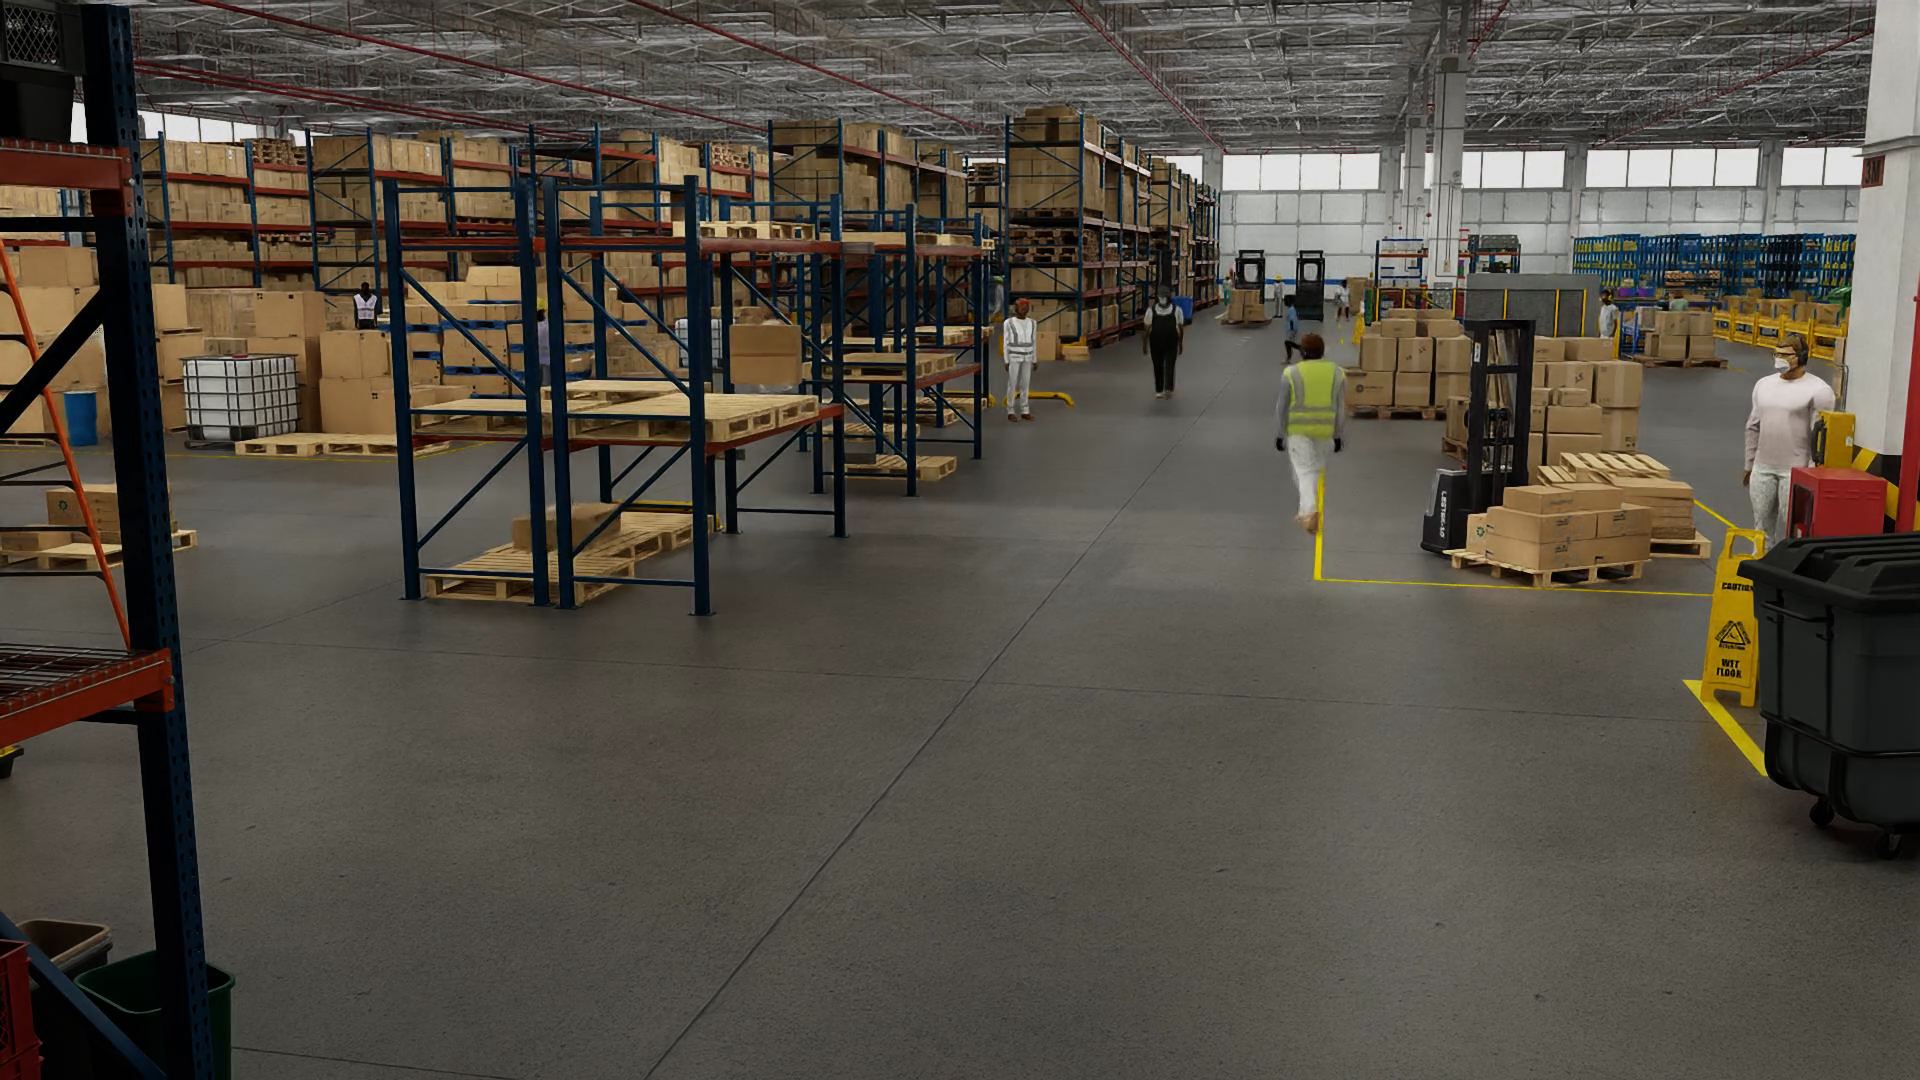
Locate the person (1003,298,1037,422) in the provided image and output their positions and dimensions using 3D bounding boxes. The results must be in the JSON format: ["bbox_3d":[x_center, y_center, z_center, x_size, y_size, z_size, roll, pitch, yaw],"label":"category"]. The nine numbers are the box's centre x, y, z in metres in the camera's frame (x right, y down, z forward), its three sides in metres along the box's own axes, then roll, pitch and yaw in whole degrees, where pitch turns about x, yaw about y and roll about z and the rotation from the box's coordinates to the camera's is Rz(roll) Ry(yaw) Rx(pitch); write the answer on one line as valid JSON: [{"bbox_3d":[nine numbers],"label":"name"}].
[{"bbox_3d":[0.927,-2.747,25.421,0.575,1.885,0.355,-5,11,-28],"label":"person"}]

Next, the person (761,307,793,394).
[{"bbox_3d":[-3.428,-3.487,30.650,0.529,1.590,0.863,5,11,27],"label":"person"}]

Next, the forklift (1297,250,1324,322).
[{"bbox_3d":[13.778,-10.002,65.433,1.129,2.768,1.873,2,10,12],"label":"forklift"}]

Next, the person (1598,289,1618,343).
[{"bbox_3d":[13.113,-4.147,33.747,0.335,1.873,0.520,-2,10,-12],"label":"person"}]

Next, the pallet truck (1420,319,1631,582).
[{"bbox_3d":[4.543,-0.757,13.299,0.823,1.965,1.885,-4,10,-22],"label":"pallet truck"}]

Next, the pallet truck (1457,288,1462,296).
[{"bbox_3d":[20.506,-9.785,68.819,0.653,1.274,1.630,2,10,12],"label":"pallet truck"}]

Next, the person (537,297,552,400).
[{"bbox_3d":[-6.281,-2.684,24.965,0.592,1.915,0.414,8,13,40],"label":"person"}]

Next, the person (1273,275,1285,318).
[{"bbox_3d":[13.448,-10.282,70.235,0.405,1.824,0.586,-8,12,-39],"label":"person"}]

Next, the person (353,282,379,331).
[{"bbox_3d":[-14.808,-5.475,41.504,0.587,1.911,0.397,-4,11,-24],"label":"person"}]

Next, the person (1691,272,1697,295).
[{"bbox_3d":[35.021,-11.916,79.620,0.700,1.907,0.694,-4,10,-22],"label":"person"}]

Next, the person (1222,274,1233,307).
[{"bbox_3d":[13.748,-12.820,85.536,0.526,1.721,0.903,2,10,9],"label":"person"}]

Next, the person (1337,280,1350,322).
[{"bbox_3d":[15.247,-9.506,66.138,0.537,1.655,0.864,-1,10,-7],"label":"person"}]

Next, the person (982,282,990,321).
[{"bbox_3d":[0.928,-8.977,63.120,0.378,1.603,0.599,-2,10,-9],"label":"person"}]

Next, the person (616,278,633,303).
[{"bbox_3d":[-8.598,-5.656,42.329,0.624,1.989,0.403,-1,10,-6],"label":"person"}]

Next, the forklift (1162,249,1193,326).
[{"bbox_3d":[7.646,-9.320,61.395,1.873,2.768,1.129,2,10,11],"label":"forklift"}]

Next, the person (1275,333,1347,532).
[{"bbox_3d":[3.209,-0.980,15.184,0.628,1.815,0.848,-2,10,-9],"label":"person"}]

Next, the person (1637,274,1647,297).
[{"bbox_3d":[33.135,-12.052,80.857,0.974,1.776,0.577,1,10,3],"label":"person"}]

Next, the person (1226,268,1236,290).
[{"bbox_3d":[14.550,-13.572,89.235,0.661,1.974,0.643,2,10,10],"label":"person"}]

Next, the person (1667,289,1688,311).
[{"bbox_3d":[20.193,-6.247,46.886,0.532,1.617,0.514,2,10,12],"label":"person"}]

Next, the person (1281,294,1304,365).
[{"bbox_3d":[7.863,-4.946,39.063,0.556,1.664,0.533,2,10,13],"label":"person"}]

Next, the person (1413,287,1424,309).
[{"bbox_3d":[17.840,-9.318,64.733,0.451,1.752,0.542,-8,12,-38],"label":"person"}]

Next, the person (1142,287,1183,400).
[{"bbox_3d":[3.577,-3.498,29.400,0.704,2.000,1.024,2,10,11],"label":"person"}]

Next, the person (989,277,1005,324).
[{"bbox_3d":[1.514,-9.225,64.069,0.906,1.791,0.590,-1,10,-8],"label":"person"}]

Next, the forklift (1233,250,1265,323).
[{"bbox_3d":[10.918,-9.509,62.517,1.129,2.768,1.873,2,10,12],"label":"forklift"}]

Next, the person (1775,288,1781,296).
[{"bbox_3d":[39.430,-11.958,80.127,0.630,1.827,0.583,4,10,22],"label":"person"}]

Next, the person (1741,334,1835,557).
[{"bbox_3d":[5.949,-0.513,12.028,0.372,1.940,0.632,-6,11,-30],"label":"person"}]
